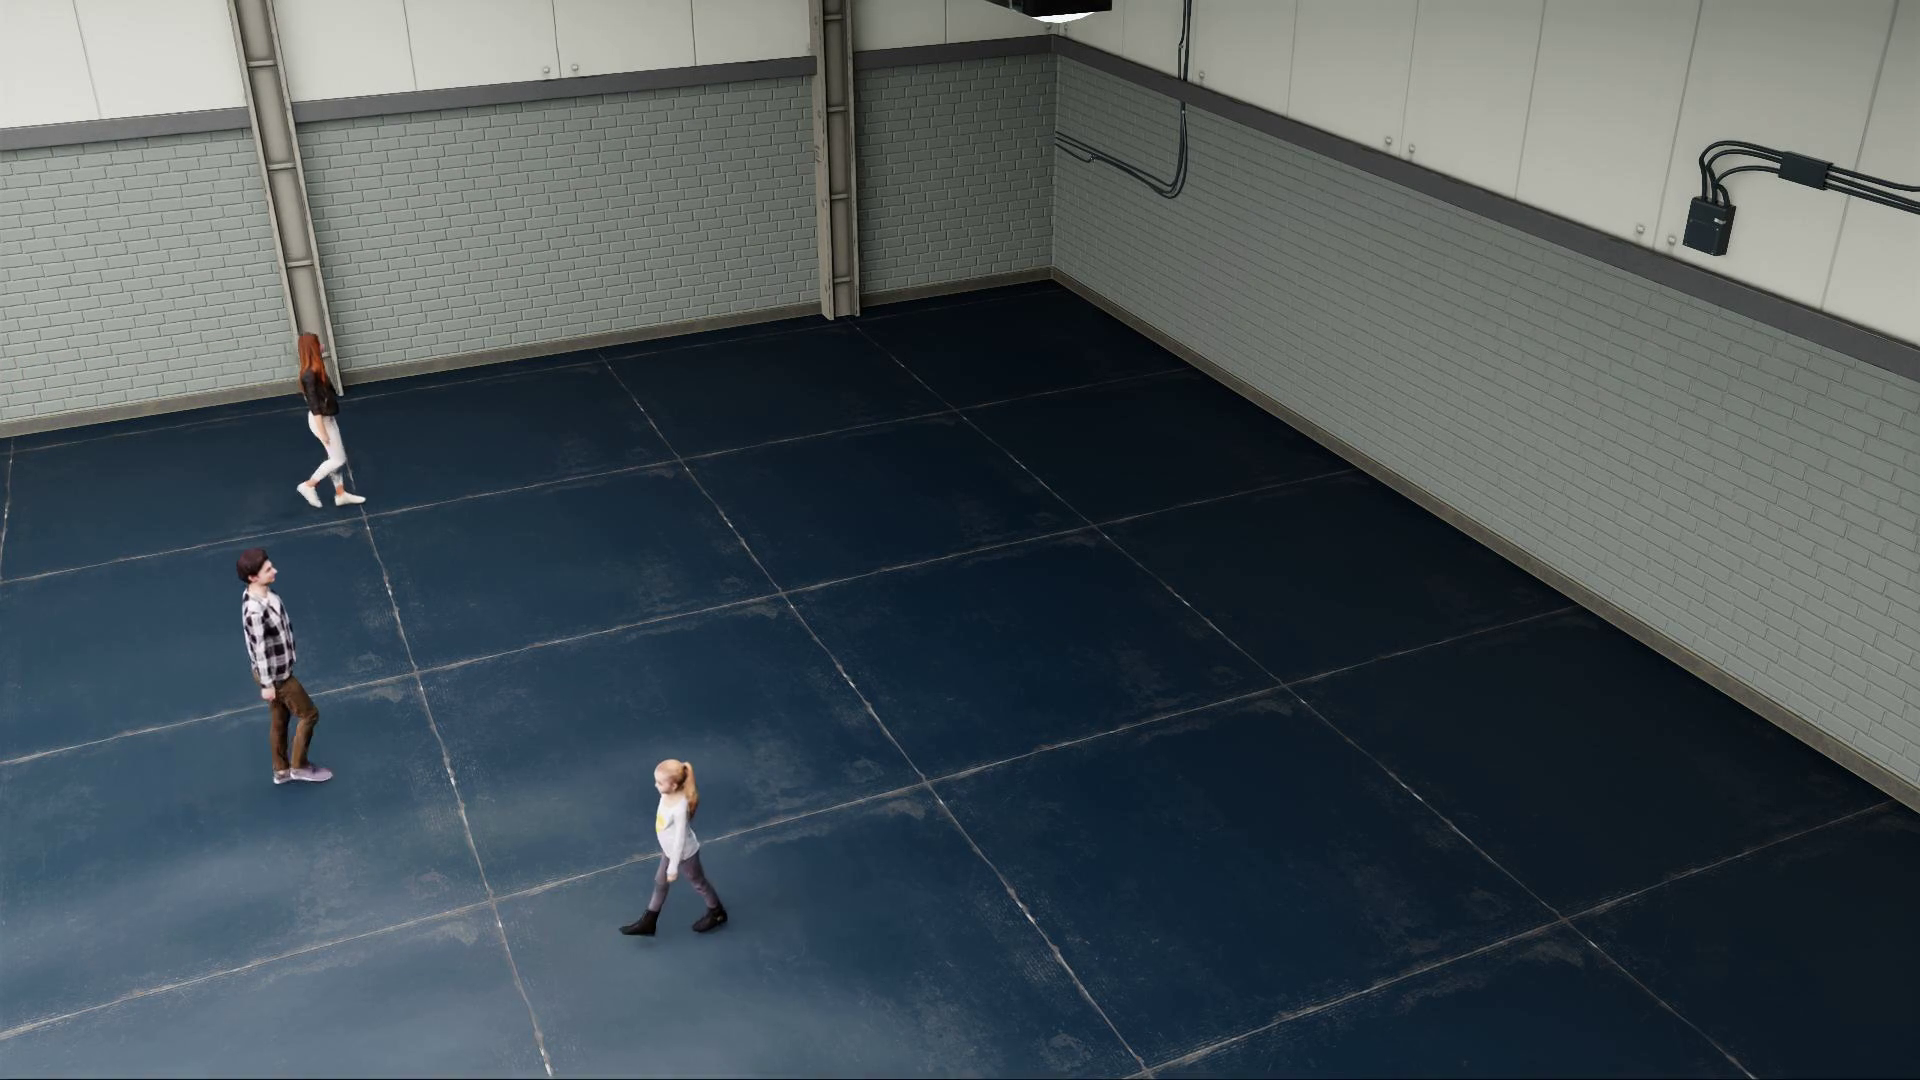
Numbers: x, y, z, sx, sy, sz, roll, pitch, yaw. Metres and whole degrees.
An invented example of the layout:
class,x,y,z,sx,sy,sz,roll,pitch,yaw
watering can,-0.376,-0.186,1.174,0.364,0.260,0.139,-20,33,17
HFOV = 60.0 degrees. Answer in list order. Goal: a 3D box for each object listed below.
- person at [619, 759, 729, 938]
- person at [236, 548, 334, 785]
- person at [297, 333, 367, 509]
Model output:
class,x,y,z,sx,sy,sz,roll,pitch,yaw
person,-1.605,1.850,9.946,0.871,1.245,0.521,-13,30,-24
person,-4.713,0.881,11.224,0.616,1.798,0.628,-10,29,-19
person,-5.852,-1.056,15.098,0.836,1.695,0.682,-7,28,-13
